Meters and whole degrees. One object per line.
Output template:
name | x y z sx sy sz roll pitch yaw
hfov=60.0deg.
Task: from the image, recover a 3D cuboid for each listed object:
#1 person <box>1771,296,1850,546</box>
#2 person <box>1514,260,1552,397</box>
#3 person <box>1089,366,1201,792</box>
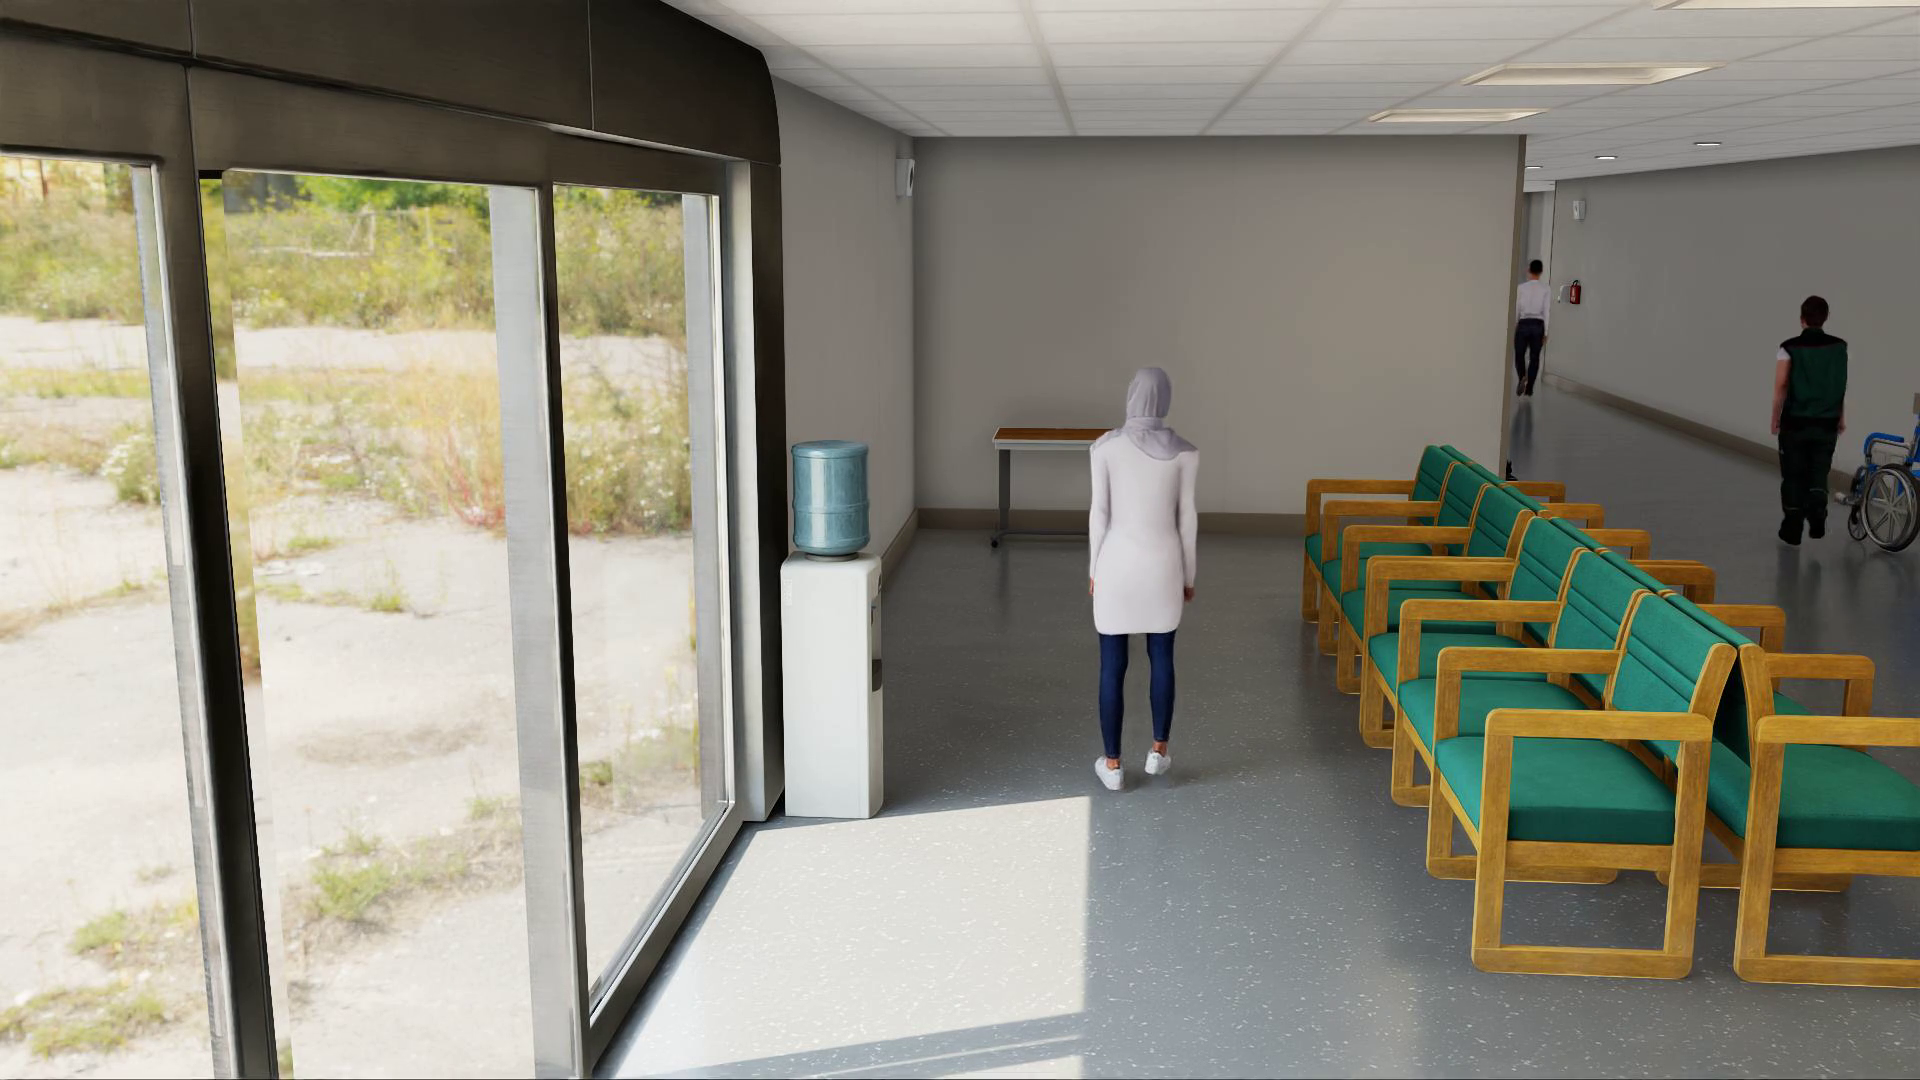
person | 6.221 -0.853 12.146 0.724 1.830 0.759 2 11 12
person | 7.700 -2.834 22.442 0.977 1.844 0.821 4 11 18
person | 0.747 0.167 6.946 0.539 1.766 0.682 1 11 4
